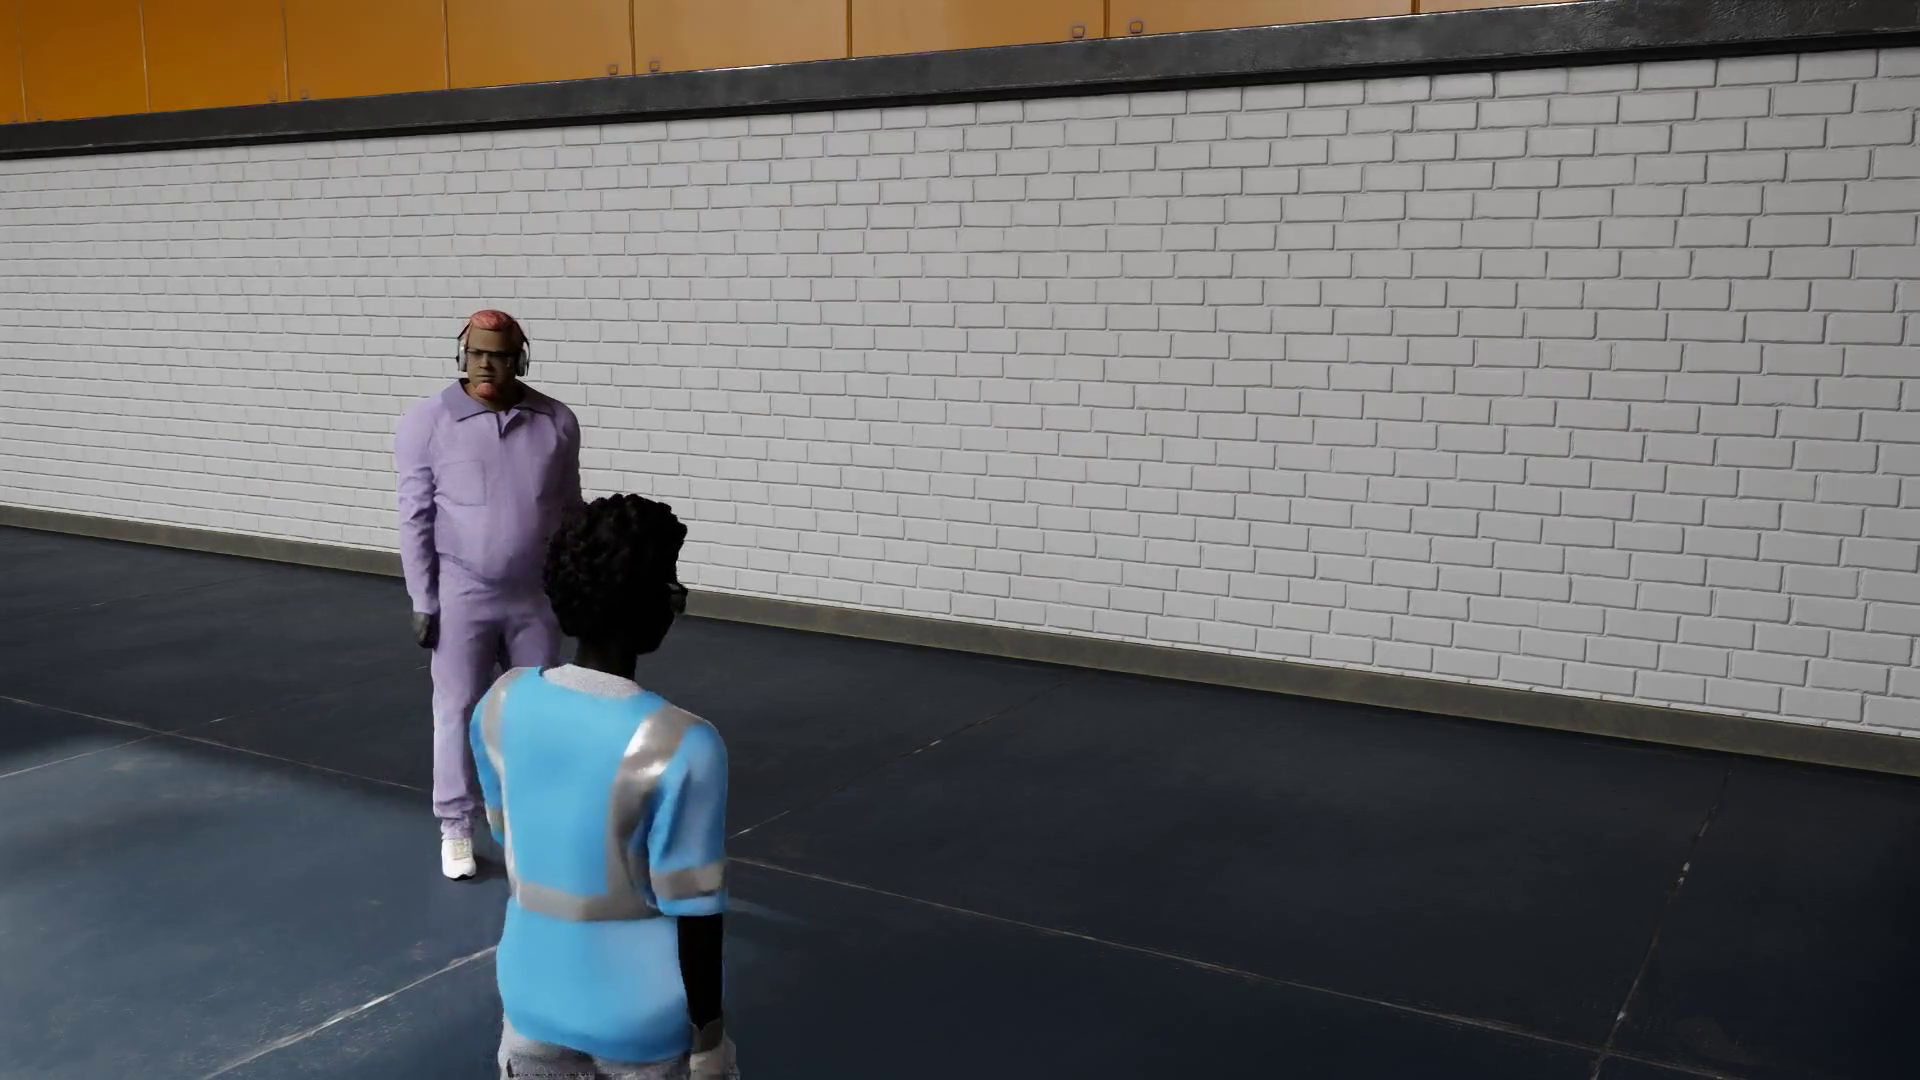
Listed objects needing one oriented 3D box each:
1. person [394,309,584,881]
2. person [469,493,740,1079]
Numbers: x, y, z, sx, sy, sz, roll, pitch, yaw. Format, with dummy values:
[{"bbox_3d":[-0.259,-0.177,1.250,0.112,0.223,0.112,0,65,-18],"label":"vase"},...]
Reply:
[{"bbox_3d":[-1.557,0.177,5.650,0.643,1.905,0.400,-6,11,-33],"label":"person"},{"bbox_3d":[-0.597,0.761,2.687,0.534,1.677,0.706,5,10,29],"label":"person"}]
